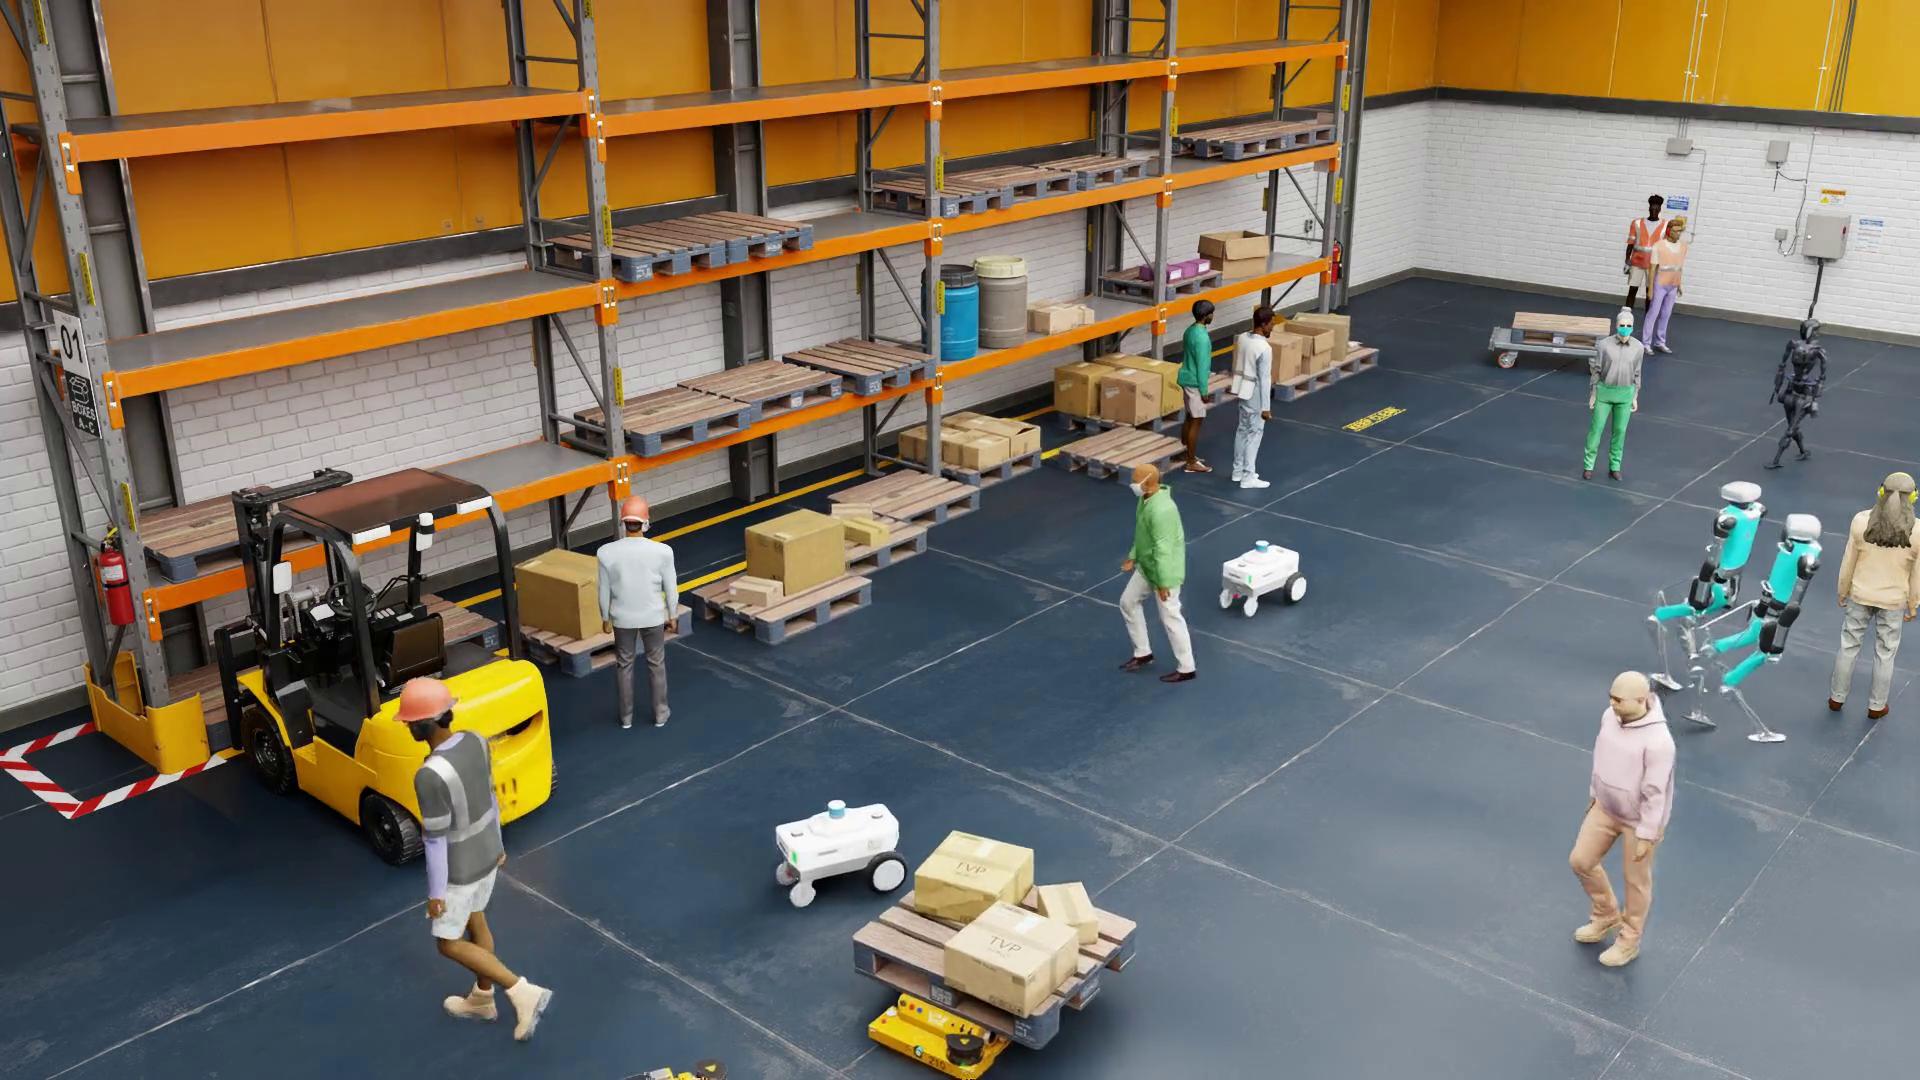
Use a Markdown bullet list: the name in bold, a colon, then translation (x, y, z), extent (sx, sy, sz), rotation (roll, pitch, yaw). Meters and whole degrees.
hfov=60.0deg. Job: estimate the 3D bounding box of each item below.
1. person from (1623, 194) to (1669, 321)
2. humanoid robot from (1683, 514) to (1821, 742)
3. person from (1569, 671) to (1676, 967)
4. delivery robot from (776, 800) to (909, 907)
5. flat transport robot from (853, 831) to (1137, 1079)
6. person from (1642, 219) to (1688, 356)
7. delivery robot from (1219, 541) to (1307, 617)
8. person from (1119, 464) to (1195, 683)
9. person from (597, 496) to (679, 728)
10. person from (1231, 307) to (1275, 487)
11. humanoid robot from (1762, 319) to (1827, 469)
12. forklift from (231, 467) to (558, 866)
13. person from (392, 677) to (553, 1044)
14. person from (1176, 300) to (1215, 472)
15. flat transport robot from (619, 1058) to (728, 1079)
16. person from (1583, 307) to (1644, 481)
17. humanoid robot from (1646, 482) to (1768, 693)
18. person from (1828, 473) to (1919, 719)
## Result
- **person**: translation (9.839, -3.964, 23.844), extent (0.605, 1.966, 0.368), rotation (8, 22, 22)
- **humanoid robot**: translation (5.497, 0.643, 11.747), extent (0.887, 1.781, 0.580), rotation (5, 21, 12)
- **person**: translation (3.701, 1.532, 9.235), extent (0.457, 1.762, 0.568), rotation (-9, 22, -22)
- **delivery robot**: translation (-0.723, 1.858, 10.089), extent (0.765, 0.585, 0.499), rotation (-9, 22, -23)
- **flat transport robot**: translation (0.190, 2.396, 9.059), extent (0.659, 0.231, 1.431), rotation (14, 24, 33)
- **person**: translation (9.561, -3.438, 22.588), extent (0.571, 1.843, 0.375), rotation (-8, 22, -20)
- **delivery robot**: translation (2.602, 0.307, 14.329), extent (0.809, 0.611, 0.499), rotation (-17, 26, -39)
- **person**: translation (1.512, 0.241, 12.781), extent (0.673, 1.731, 0.557), rotation (-2, 20, -6)
- **person**: translation (-2.314, 0.524, 12.008), extent (0.571, 1.739, 0.347), rotation (-3, 21, -9)
- **person**: translation (3.031, -1.471, 17.181), extent (0.414, 1.907, 0.598), rotation (-6, 21, -17)
- **humanoid robot**: translation (9.037, -1.586, 17.894), extent (0.789, 1.627, 0.608), rotation (-9, 22, -23)
- **forklift**: translation (-3.730, 0.710, 10.856), extent (2.313, 2.155, 1.214), rotation (17, 26, 38)
- **person**: translation (-2.490, 1.650, 8.566), extent (0.711, 2.013, 0.637), rotation (5, 21, 13)
- **person**: translation (2.502, -1.652, 17.763), extent (0.393, 1.842, 0.504), rotation (-3, 20, -7)
- **flat transport robot**: translation (-1.719, 2.865, 7.790), extent (1.431, 0.231, 0.659), rotation (-9, 22, -22)
- **person**: translation (6.854, -1.529, 17.430), extent (0.508, 1.839, 0.341), rotation (3, 20, 8)
- **humanoid robot**: translation (5.490, 0.343, 12.502), extent (0.546, 1.766, 0.824), rotation (-14, 24, -33)
- **person**: translation (6.691, 0.411, 12.120), extent (0.554, 1.877, 0.409), rotation (14, 24, 33)
